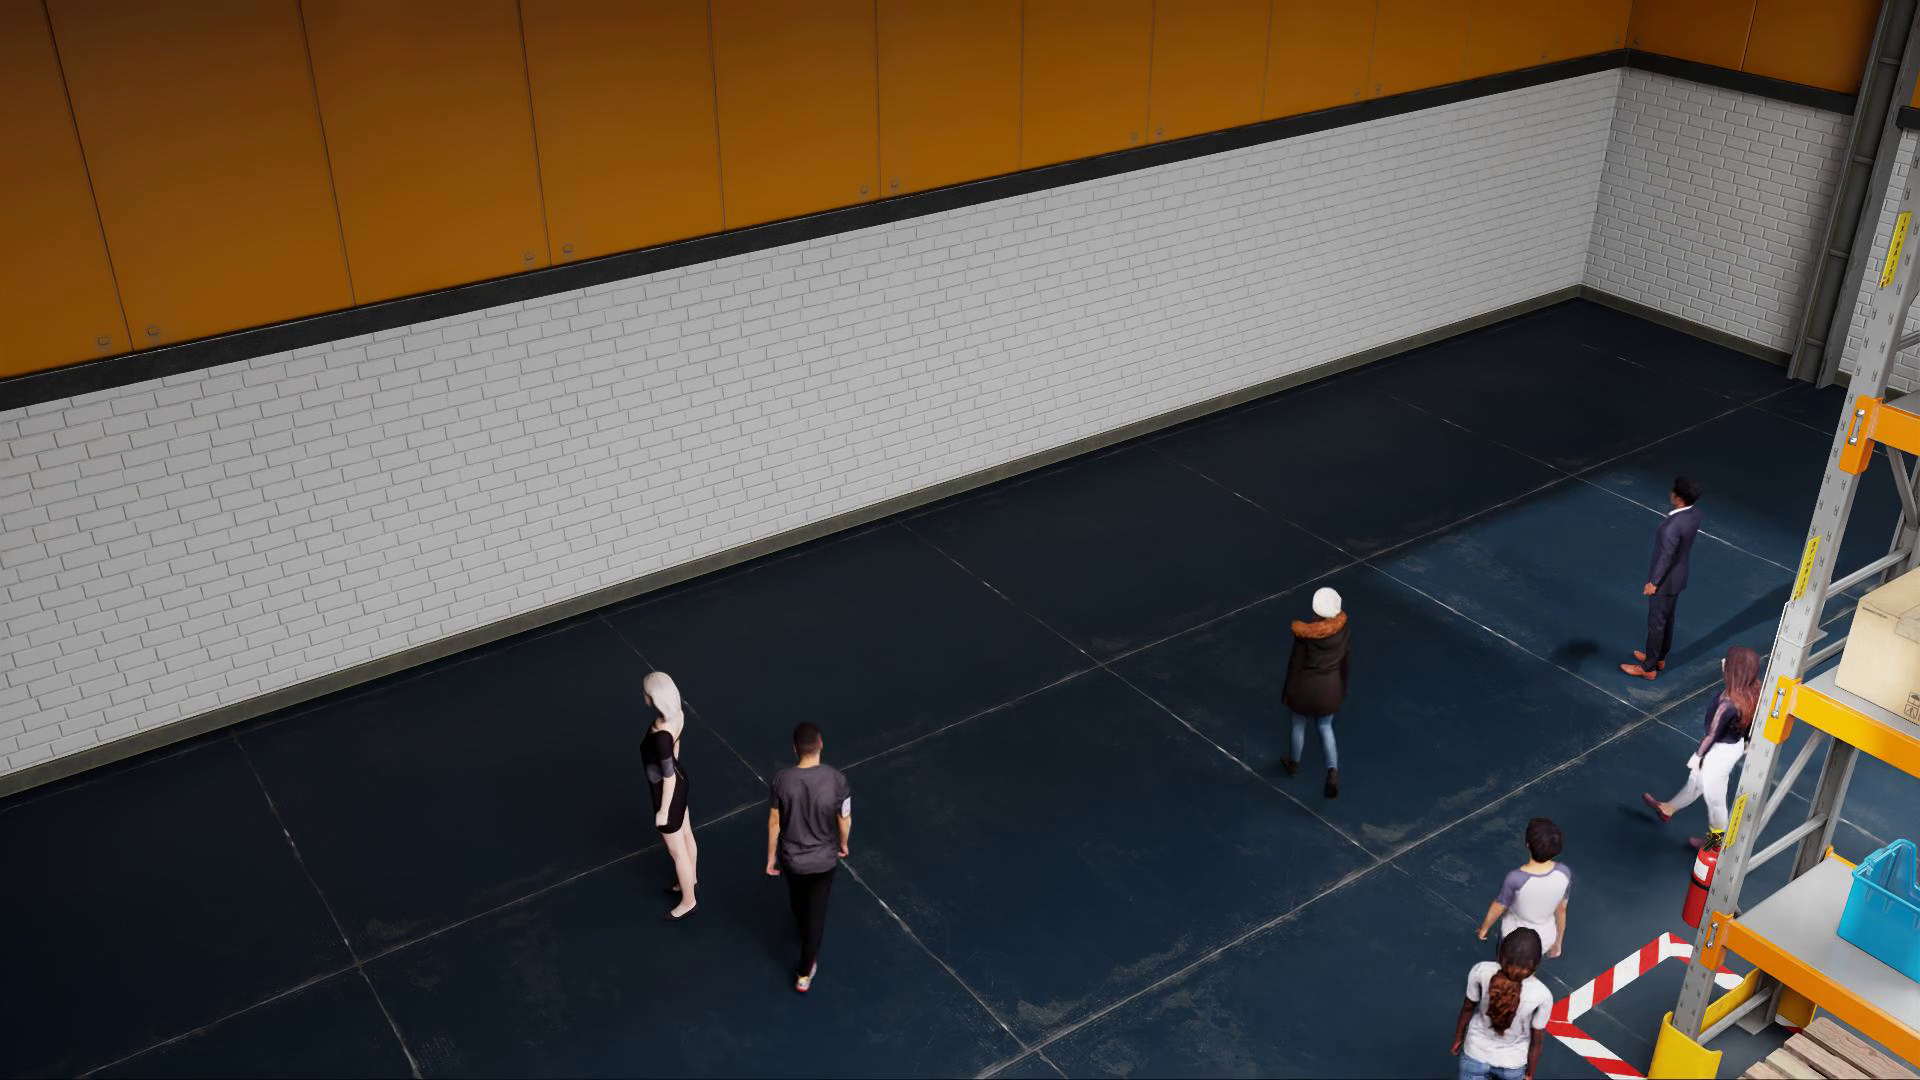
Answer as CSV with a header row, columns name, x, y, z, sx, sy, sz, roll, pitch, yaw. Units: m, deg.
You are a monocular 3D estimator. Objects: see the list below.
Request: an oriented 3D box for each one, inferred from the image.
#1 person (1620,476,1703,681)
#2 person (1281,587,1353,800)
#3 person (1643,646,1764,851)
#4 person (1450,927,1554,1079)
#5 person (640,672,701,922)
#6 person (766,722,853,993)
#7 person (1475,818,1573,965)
name,x,y,z,sx,sy,sz,roll,pitch,yaw
person,5.512,0.296,12.935,0.605,1.723,0.674,24,37,37
person,2.511,1.075,11.616,0.860,1.620,1.025,-5,29,-10
person,5.076,1.431,11.001,0.689,1.582,0.918,-24,36,-36
person,2.720,2.711,8.537,1.049,1.696,0.969,13,31,23
person,-1.810,1.594,10.442,0.711,1.831,0.610,0,29,0
person,-0.914,1.953,9.896,0.973,1.724,1.061,1,29,1
person,3.255,2.304,9.451,0.812,1.533,1.029,-5,29,-9
